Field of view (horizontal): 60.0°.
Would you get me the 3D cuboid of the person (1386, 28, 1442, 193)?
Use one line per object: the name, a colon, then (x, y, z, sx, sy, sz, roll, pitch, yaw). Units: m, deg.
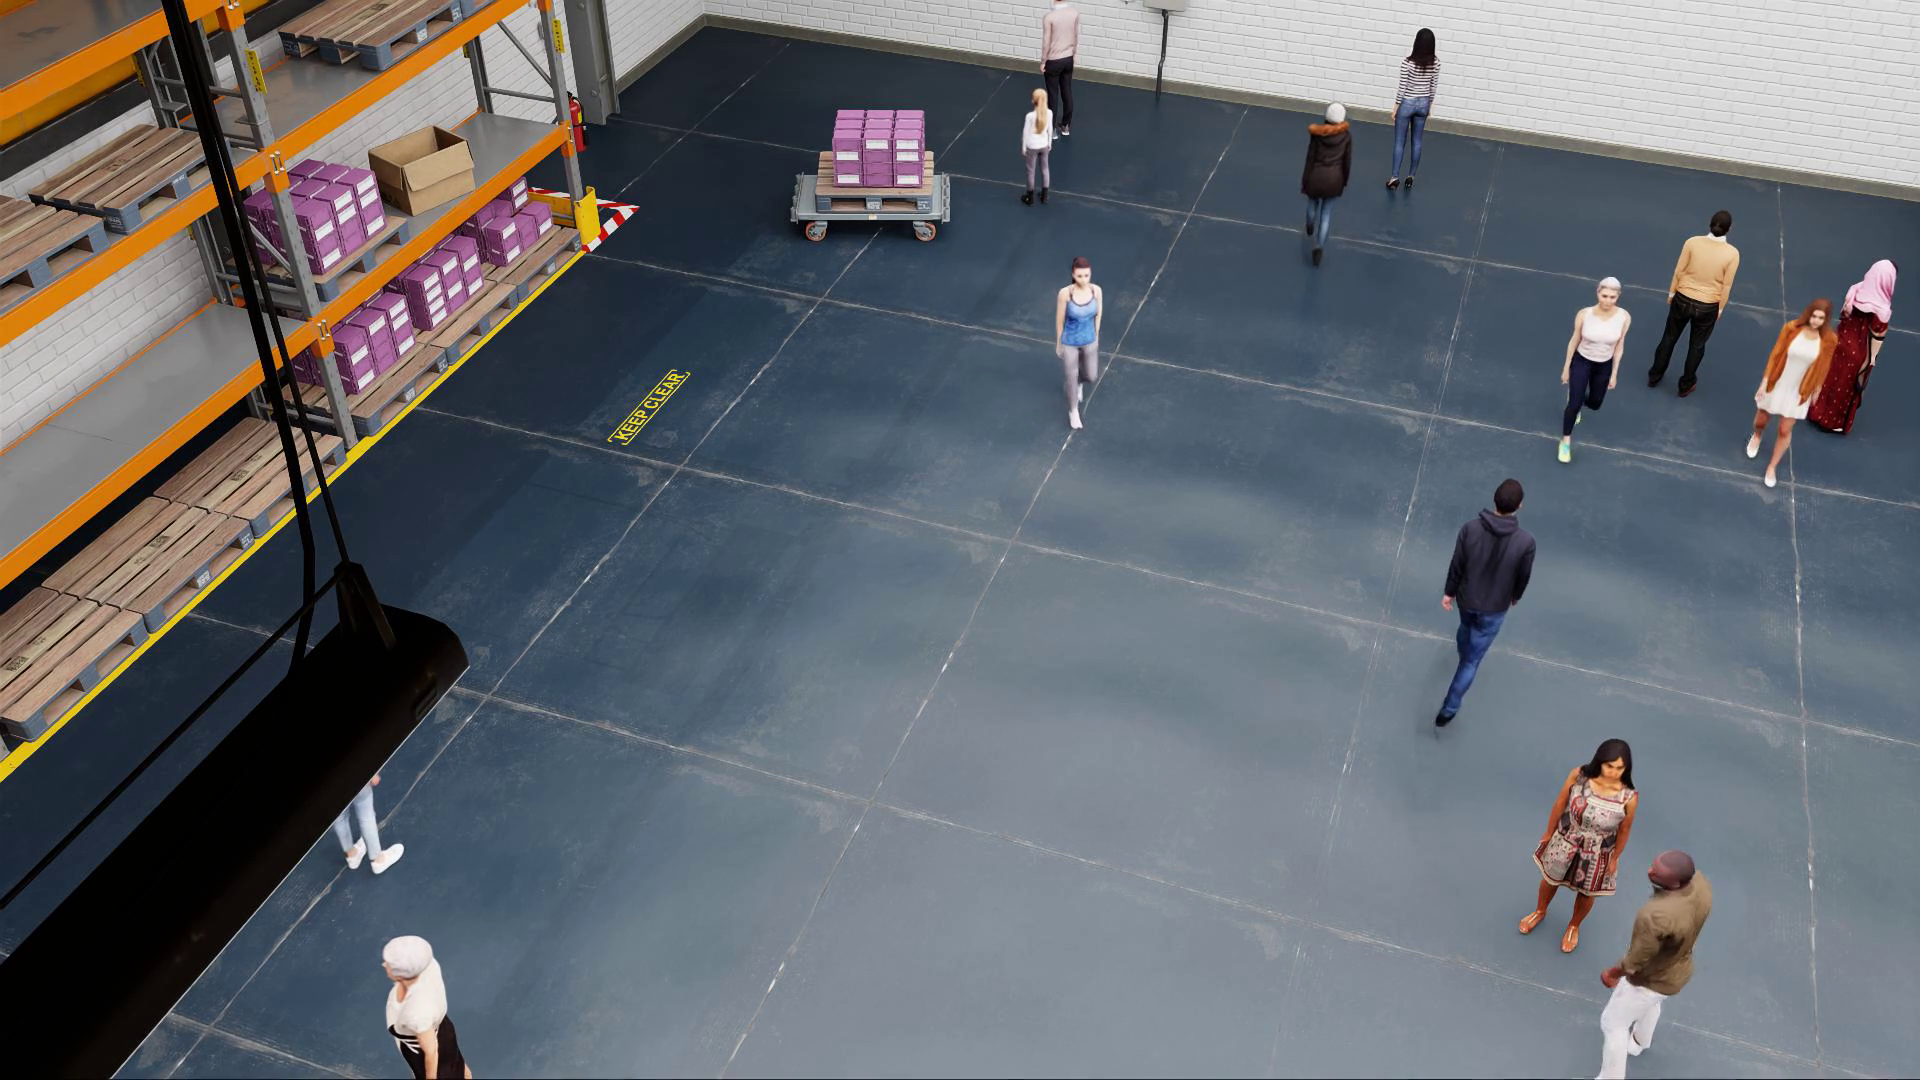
person: (4.838, -4.590, 17.773, 0.642, 1.797, 0.628, -5, 39, -6)

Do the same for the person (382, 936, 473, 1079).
person: (-2.740, 2.666, 8.721, 0.770, 1.755, 0.647, -7, 39, -8)

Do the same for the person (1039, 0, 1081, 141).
person: (1.117, -5.444, 18.834, 0.696, 1.807, 0.769, -19, 42, -22)

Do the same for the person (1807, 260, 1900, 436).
person: (7.662, -1.668, 14.241, 0.819, 1.639, 0.722, -8, 39, -10)

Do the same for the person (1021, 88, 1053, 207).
person: (0.826, -4.181, 17.676, 0.570, 1.279, 0.631, -16, 41, -19)

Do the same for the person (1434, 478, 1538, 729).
person: (3.546, 0.485, 11.390, 0.849, 1.832, 1.313, 21, 43, 24)

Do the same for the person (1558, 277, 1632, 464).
person: (5.291, -1.485, 13.975, 0.708, 1.686, 0.929, 6, 39, 7)

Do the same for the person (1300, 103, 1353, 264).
person: (3.653, -3.546, 16.630, 0.799, 1.593, 1.099, 4, 39, 5)

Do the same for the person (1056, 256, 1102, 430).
person: (1.001, -1.736, 14.360, 0.765, 1.598, 0.868, -7, 39, -9)

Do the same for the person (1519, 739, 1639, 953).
person: (3.722, 1.798, 9.896, 0.702, 1.645, 0.621, 24, 44, 27)

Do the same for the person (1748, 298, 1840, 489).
person: (6.840, -1.304, 13.732, 0.691, 1.706, 0.850, 16, 41, 19)

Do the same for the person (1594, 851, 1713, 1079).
person: (3.827, 2.335, 9.104, 0.841, 1.795, 1.085, -20, 43, -23)

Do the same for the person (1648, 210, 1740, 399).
person: (6.496, -2.092, 14.684, 0.706, 1.750, 0.662, 24, 45, 27)
